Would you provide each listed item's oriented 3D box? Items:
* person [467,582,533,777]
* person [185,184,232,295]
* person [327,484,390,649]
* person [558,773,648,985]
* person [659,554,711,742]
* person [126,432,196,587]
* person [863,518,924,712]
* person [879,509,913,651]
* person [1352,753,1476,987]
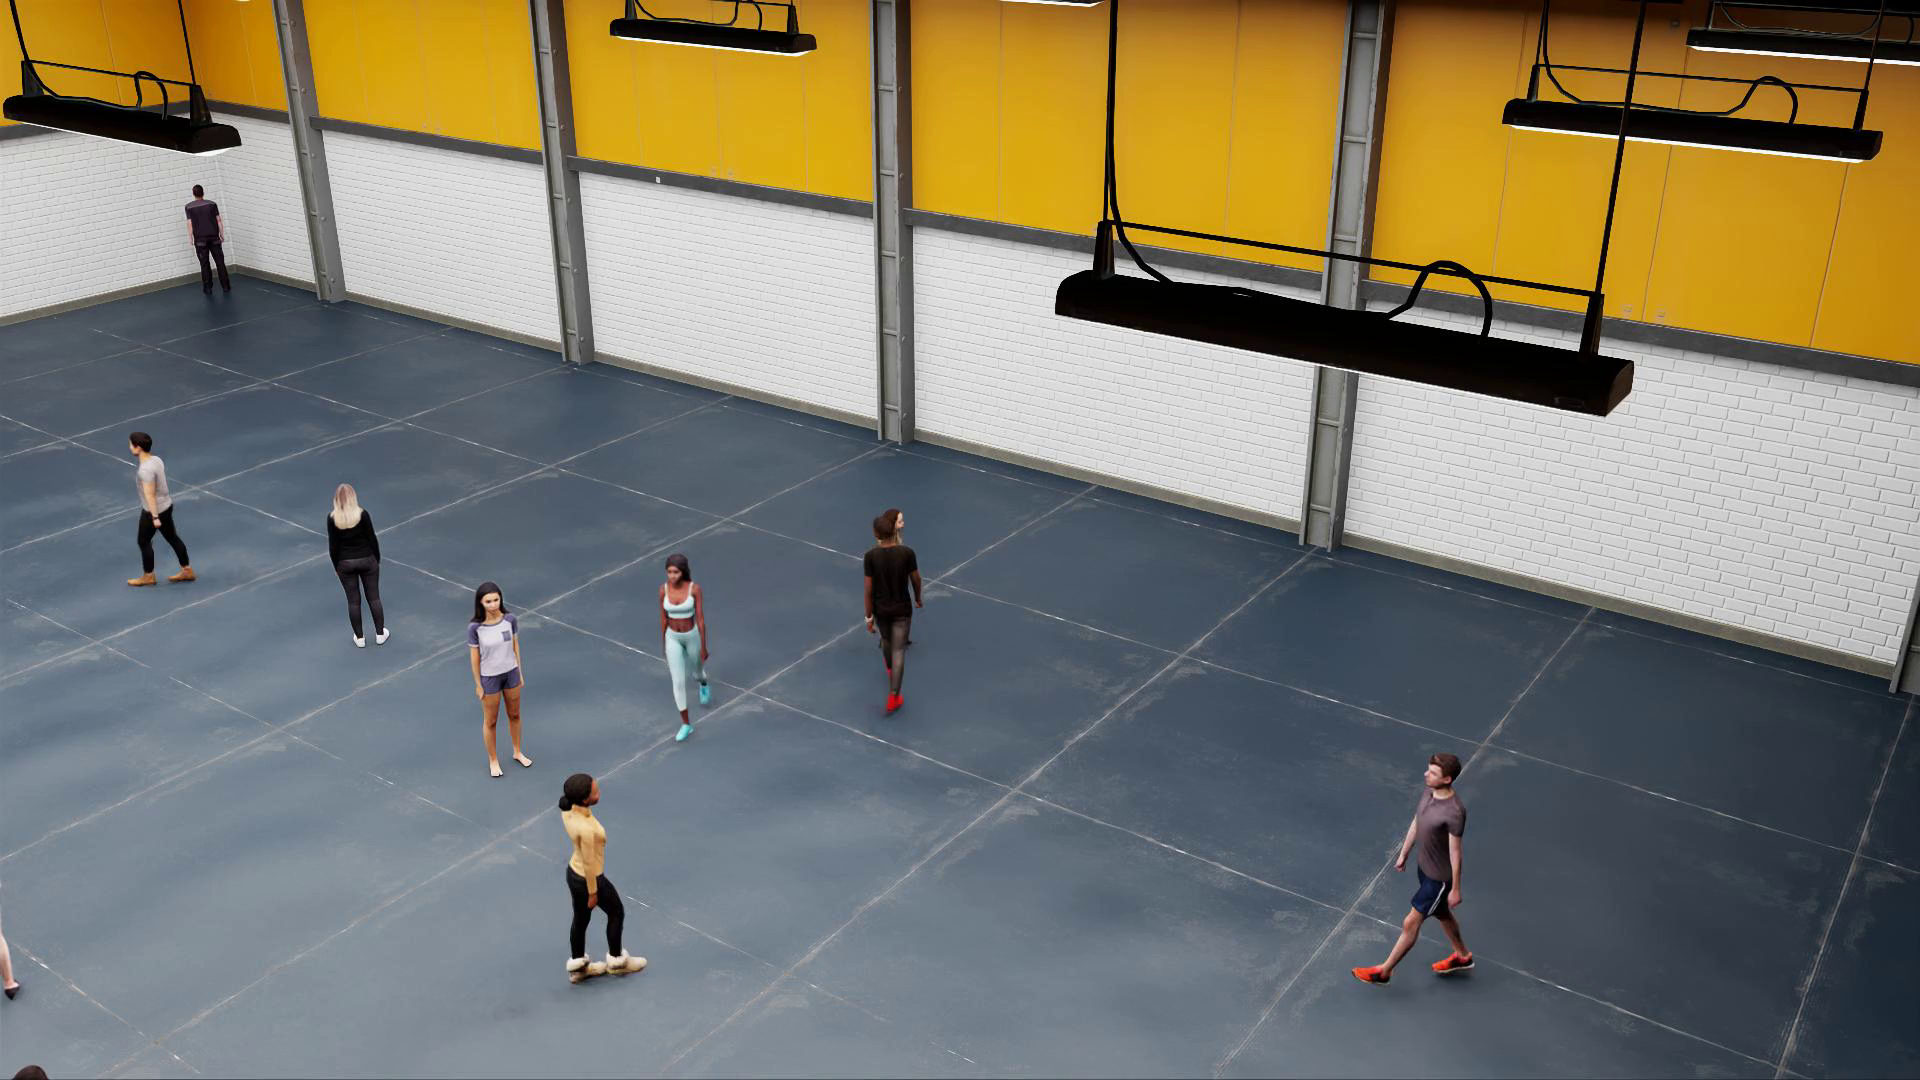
[{"bbox_3d":[-3.912,1.156,14.096,0.643,1.734,0.613,-17,29,-33],"label":"person"},{"bbox_3d":[-12.843,-5.146,28.373,0.792,1.846,0.761,-13,27,-27],"label":"person"},{"bbox_3d":[-5.888,0.247,16.235,0.691,1.686,0.727,-7,25,-15],"label":"person"},{"bbox_3d":[-2.645,2.358,11.460,0.780,1.643,0.783,-17,29,-33],"label":"person"},{"bbox_3d":[-2.413,0.891,14.740,1.022,1.703,0.956,2,24,5],"label":"person"},{"bbox_3d":[-8.374,-0.319,17.514,1.011,1.698,0.931,-2,24,-5],"label":"person"},{"bbox_3d":[-0.618,0.701,15.113,1.194,1.753,1.121,2,24,4],"label":"person"},{"bbox_3d":[-0.674,0.386,16.178,0.674,1.477,0.677,4,24,8],"label":"person"},{"bbox_3d":[3.348,2.282,11.433,1.242,1.803,1.163,-3,24,-7],"label":"person"}]
